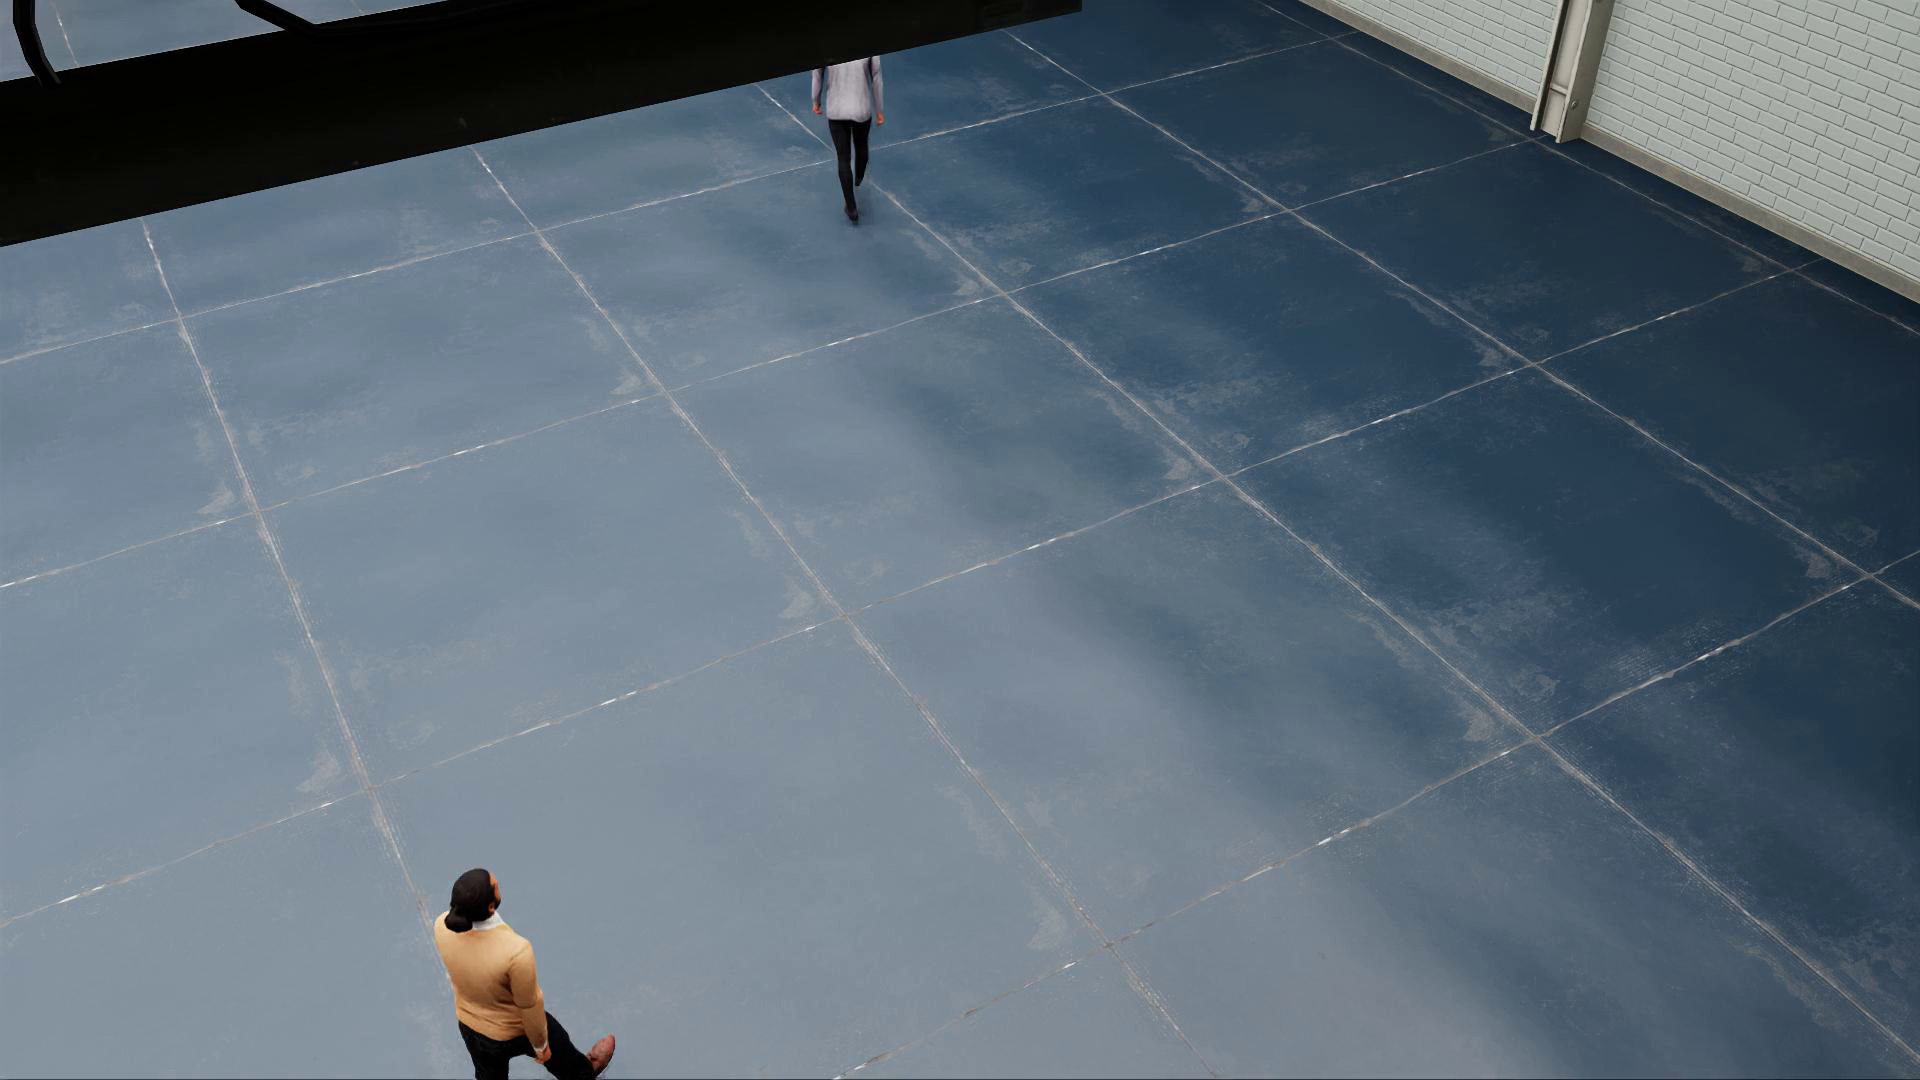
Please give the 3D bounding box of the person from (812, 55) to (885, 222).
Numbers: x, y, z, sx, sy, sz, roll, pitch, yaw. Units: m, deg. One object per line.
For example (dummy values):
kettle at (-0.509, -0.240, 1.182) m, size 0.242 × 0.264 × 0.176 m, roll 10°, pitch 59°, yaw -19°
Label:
person at (-0.958, -3.663, 14.344) m, size 1.066 × 1.874 × 1.311 m, roll -4°, pitch 38°, yaw -6°

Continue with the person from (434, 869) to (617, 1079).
person at (-1.990, 2.110, 7.083) m, size 1.063 × 1.730 × 1.084 m, roll 14°, pitch 40°, yaw 17°
